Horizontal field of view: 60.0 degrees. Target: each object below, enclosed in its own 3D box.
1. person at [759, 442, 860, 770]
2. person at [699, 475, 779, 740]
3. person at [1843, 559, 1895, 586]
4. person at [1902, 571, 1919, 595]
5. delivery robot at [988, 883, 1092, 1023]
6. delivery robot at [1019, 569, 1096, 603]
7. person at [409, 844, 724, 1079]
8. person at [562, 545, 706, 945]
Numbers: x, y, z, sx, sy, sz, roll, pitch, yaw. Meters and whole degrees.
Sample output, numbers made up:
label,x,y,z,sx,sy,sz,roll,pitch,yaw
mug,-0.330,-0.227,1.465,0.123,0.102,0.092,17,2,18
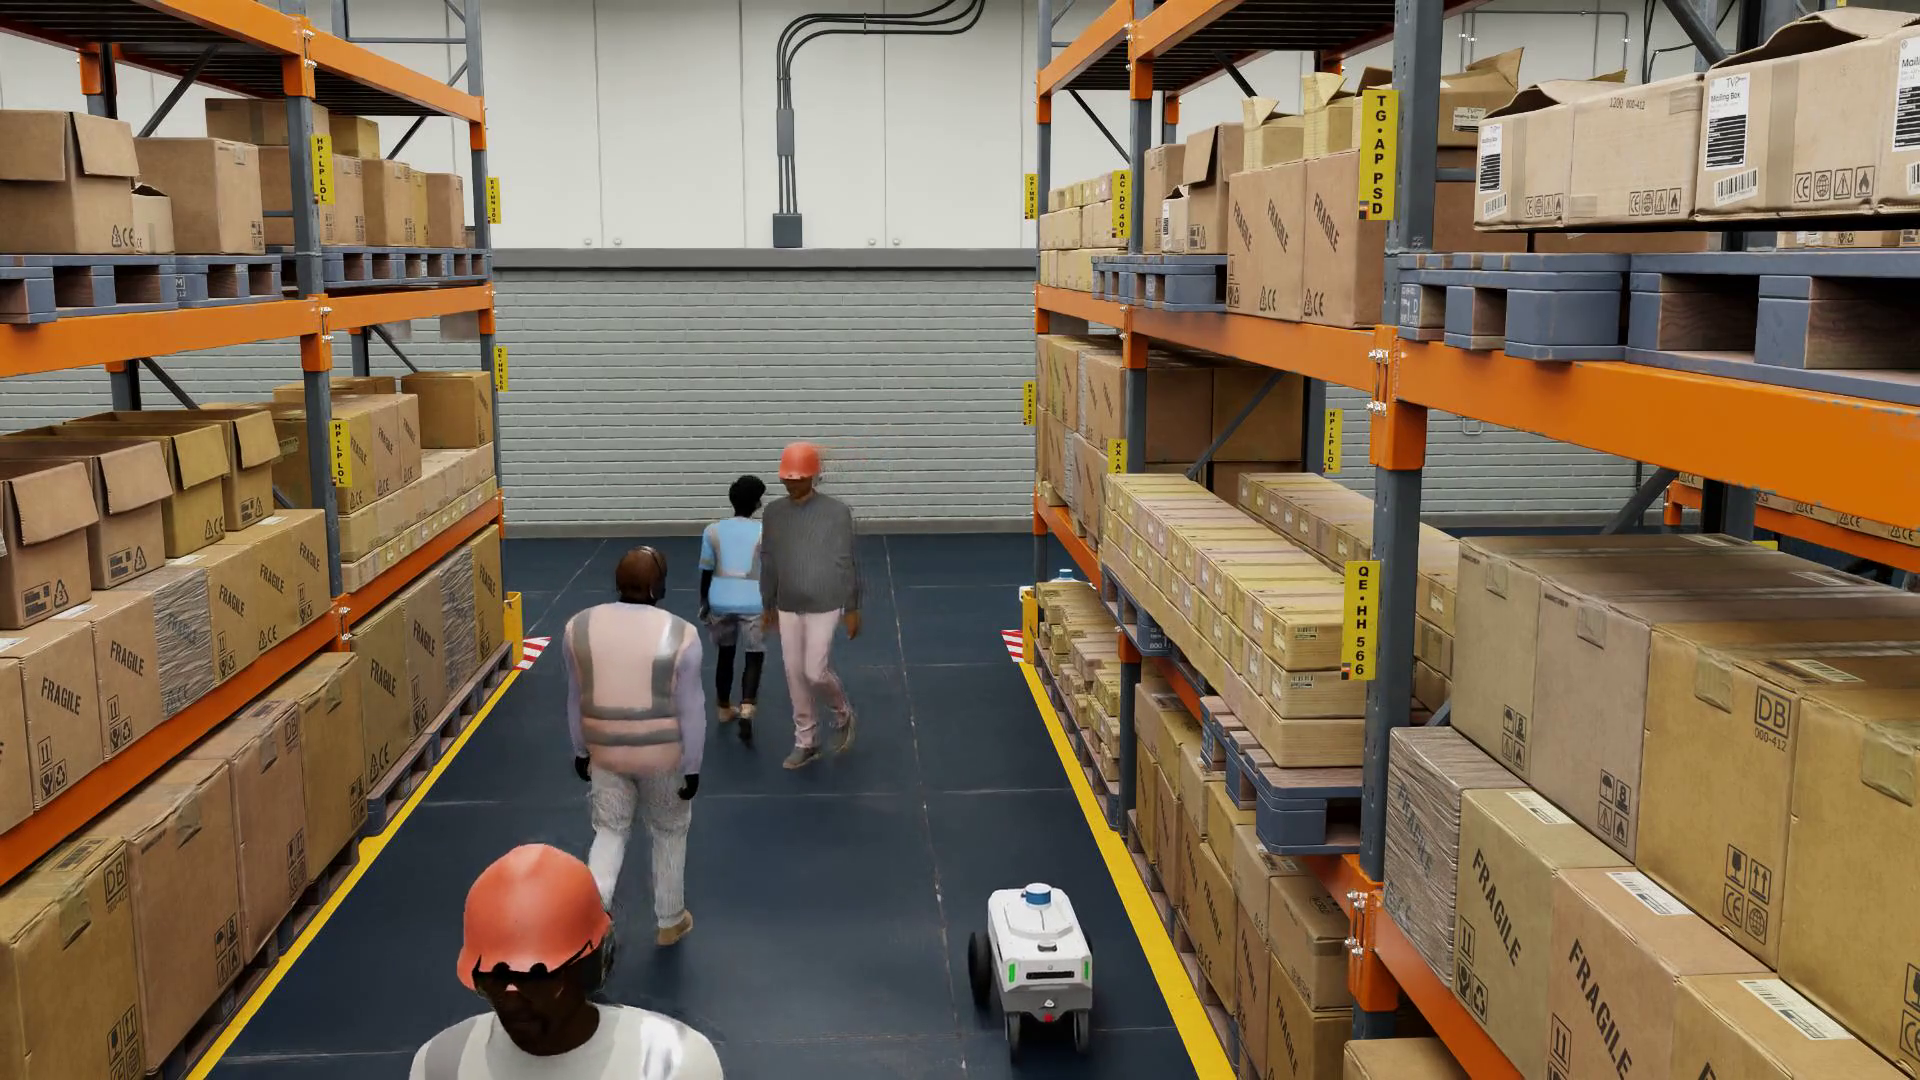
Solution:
label,x,y,z,sx,sy,sz,roll,pitch,yaw
person,-0.912,0.386,9.866,0.655,1.970,0.481,5,11,28
person,-1.412,0.423,10.537,0.544,1.666,0.668,2,10,12
person,7.413,-0.212,13.527,0.666,1.925,0.656,5,11,26
person,7.397,-0.007,12.580,0.593,1.853,0.934,-4,11,-24
delivery robot,0.309,1.605,6.587,0.477,0.478,0.707,-1,10,-5
delivery robot,0.838,0.476,13.237,0.707,0.478,0.477,-2,10,-14
person,-0.719,1.504,3.213,0.615,2.003,1.012,0,10,0
person,-1.397,0.931,7.122,0.634,1.818,0.722,1,10,8
